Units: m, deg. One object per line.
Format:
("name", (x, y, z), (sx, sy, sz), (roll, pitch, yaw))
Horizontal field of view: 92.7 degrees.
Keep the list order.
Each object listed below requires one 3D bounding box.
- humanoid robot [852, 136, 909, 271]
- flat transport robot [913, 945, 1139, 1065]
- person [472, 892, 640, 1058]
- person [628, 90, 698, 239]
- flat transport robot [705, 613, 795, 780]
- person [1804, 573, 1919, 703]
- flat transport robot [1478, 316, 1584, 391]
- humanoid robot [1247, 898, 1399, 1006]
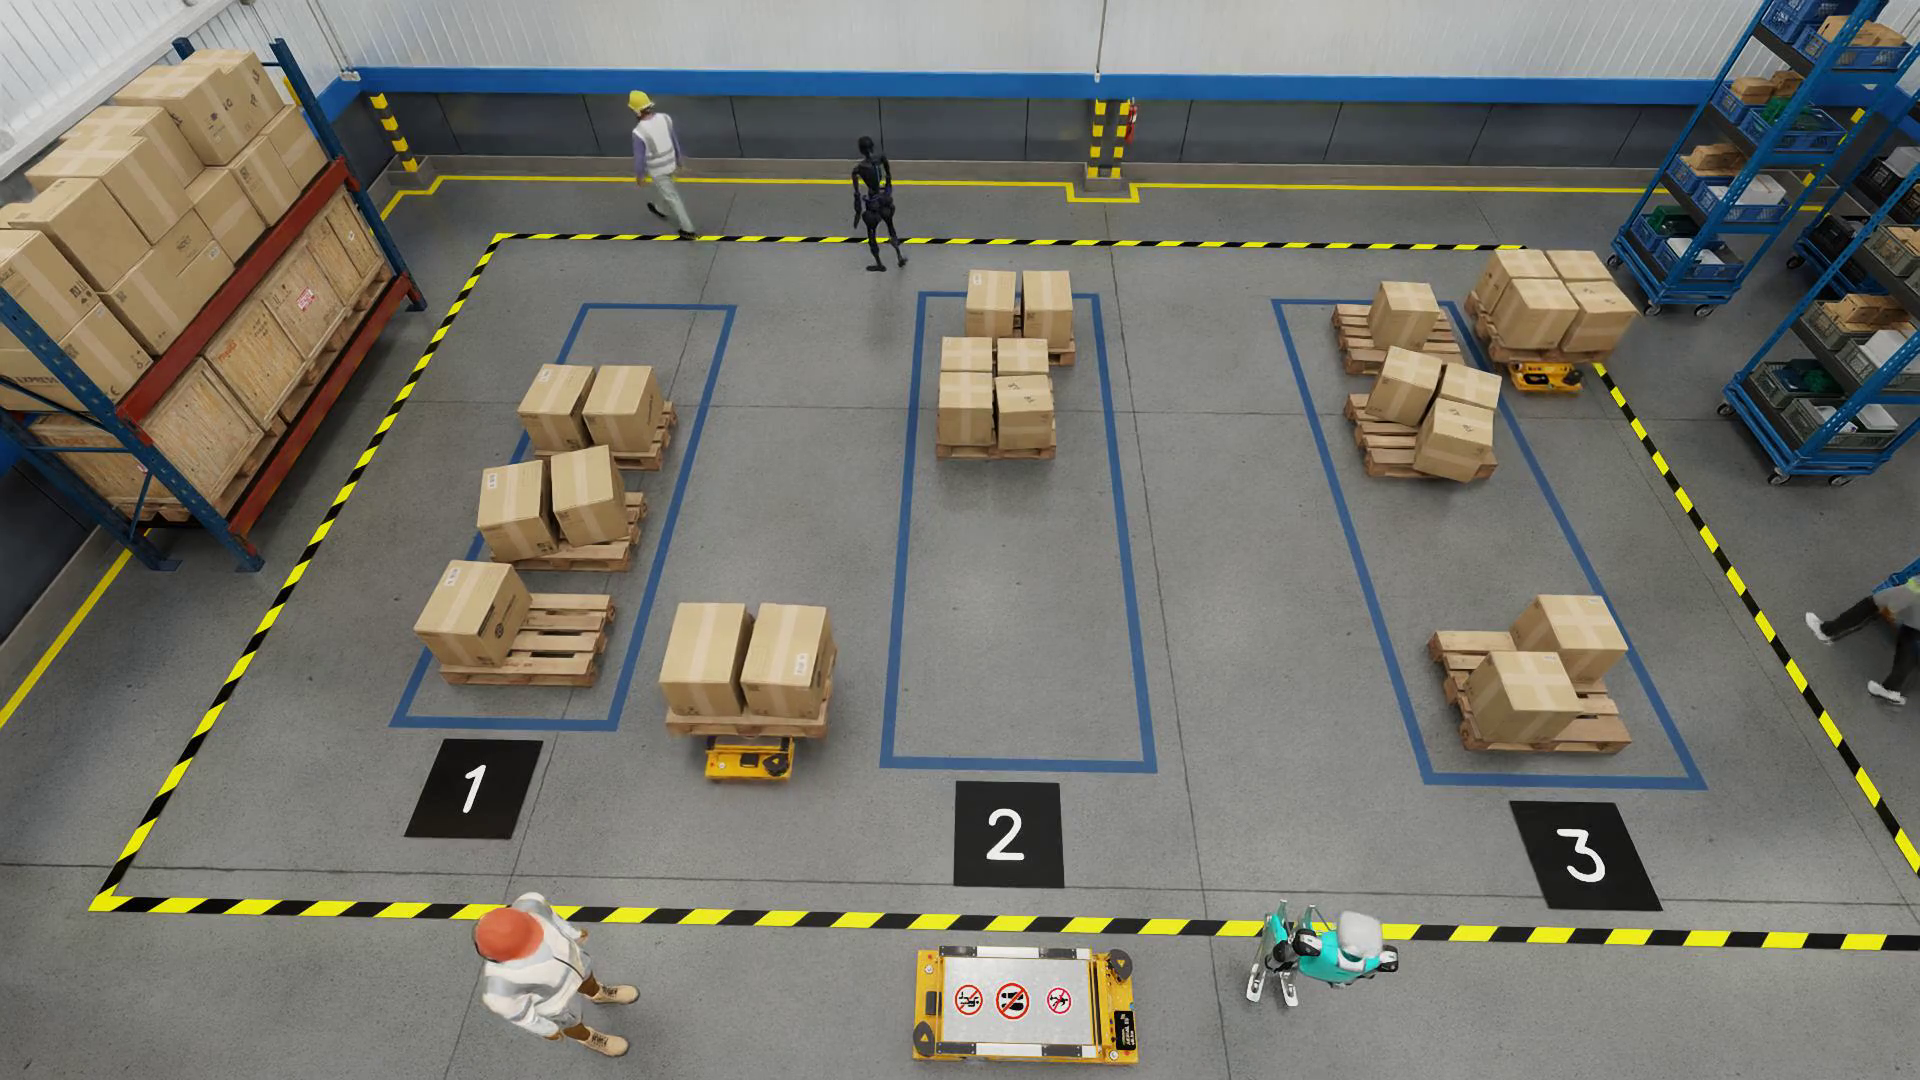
("humanoid robot", (-0.945, -3.893, 10.754), (0.613, 1.647, 0.462), (-35, 59, -25))
("flat transport robot", (0.422, 3.041, 6.007), (1.431, 0.231, 0.659), (1, 51, 1))
("person", (-2.297, 2.524, 5.286), (0.379, 2.039, 0.615), (1, 51, 0))
("person", (-3.750, -4.617, 11.270), (0.958, 1.774, 0.610), (24, 55, 18))
("flat transport robot", (-1.624, 1.238, 7.458), (0.652, 0.197, 1.431), (1, 51, 1))
("person", (7.513, 0.484, 7.095), (0.594, 1.814, 0.908), (5, 51, 4))
("flat transport robot", (6.371, -2.224, 10.281), (0.652, 0.197, 1.431), (1, 51, 1))
("humanoid robot", (2.111, 2.380, 5.513), (0.533, 1.674, 0.735), (9, 51, 7))
